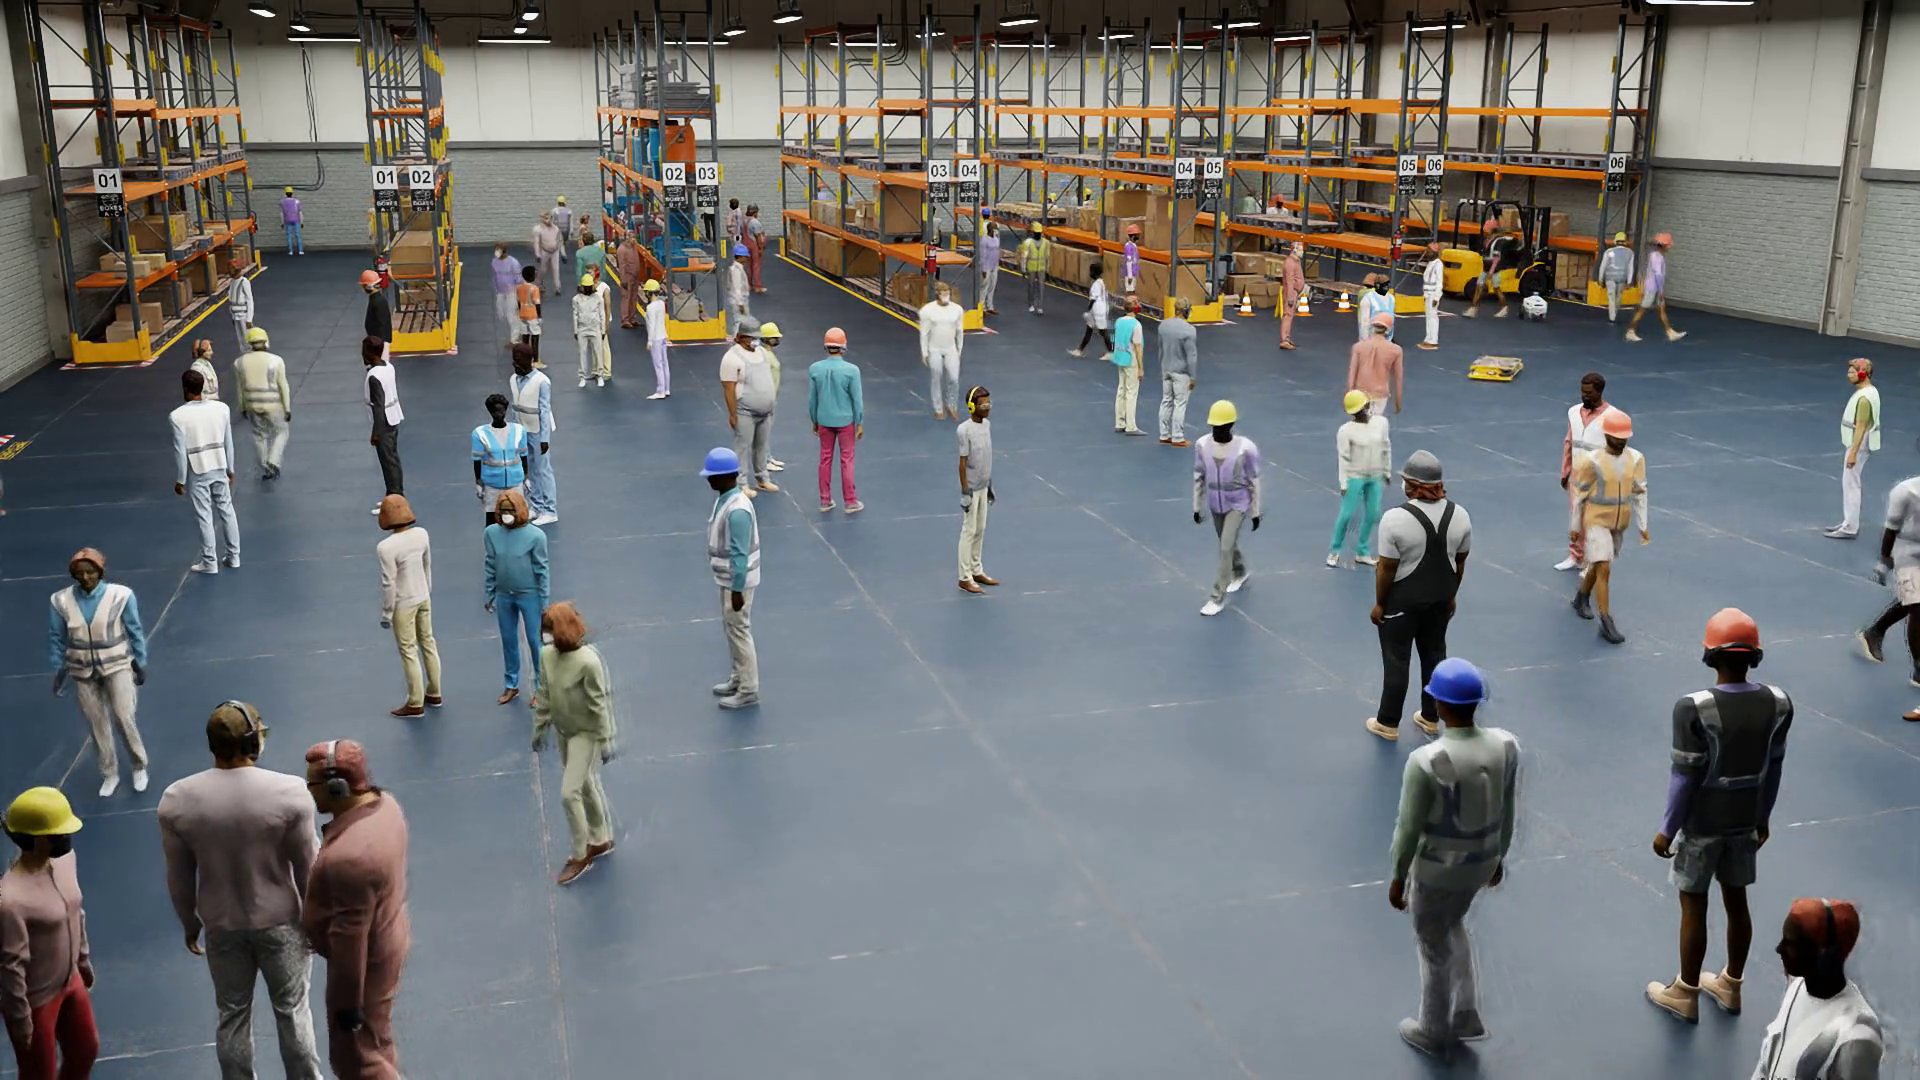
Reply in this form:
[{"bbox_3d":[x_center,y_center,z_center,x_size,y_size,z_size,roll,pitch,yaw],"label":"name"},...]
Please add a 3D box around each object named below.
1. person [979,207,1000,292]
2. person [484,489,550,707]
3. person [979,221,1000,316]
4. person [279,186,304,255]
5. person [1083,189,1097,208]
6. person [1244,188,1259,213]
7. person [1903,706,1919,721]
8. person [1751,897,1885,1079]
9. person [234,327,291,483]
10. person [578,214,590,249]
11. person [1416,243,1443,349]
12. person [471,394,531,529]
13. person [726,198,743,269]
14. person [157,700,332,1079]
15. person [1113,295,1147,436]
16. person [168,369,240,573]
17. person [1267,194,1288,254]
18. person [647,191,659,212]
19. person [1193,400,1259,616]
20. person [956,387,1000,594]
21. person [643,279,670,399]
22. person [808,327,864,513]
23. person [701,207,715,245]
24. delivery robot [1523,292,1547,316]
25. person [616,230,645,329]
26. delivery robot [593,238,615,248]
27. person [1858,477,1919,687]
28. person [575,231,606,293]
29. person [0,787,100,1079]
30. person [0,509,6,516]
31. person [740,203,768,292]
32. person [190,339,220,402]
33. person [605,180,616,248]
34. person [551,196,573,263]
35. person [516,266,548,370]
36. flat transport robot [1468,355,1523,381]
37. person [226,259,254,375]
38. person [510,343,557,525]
[{"bbox_3d":[0.622,-6.661,38.183,0.615,1.943,0.409,-4,15,-15],"label":"person"},{"bbox_3d":[-3.225,0.421,12.153,0.502,1.629,0.278,4,15,14],"label":"person"},{"bbox_3d":[0.608,-5.550,34.041,0.383,1.931,0.630,9,18,32],"label":"person"},{"bbox_3d":[-19.014,-9.081,47.332,0.594,1.922,0.386,-5,16,-19],"label":"person"},{"bbox_3d":[3.544,-8.799,46.322,0.459,1.907,0.652,13,20,40],"label":"person"},{"bbox_3d":[9.178,-10.229,52.243,0.344,1.622,0.499,-14,21,-43],"label":"person"},{"bbox_3d":[7.037,0.421,11.612,0.407,1.908,0.641,-7,17,-26],"label":"person"},{"bbox_3d":[2.727,2.050,5.595,0.941,1.840,0.604,3,15,13],"label":"person"},{"bbox_3d":[-8.041,-1.557,19.250,0.616,1.799,0.426,0,15,-1],"label":"person"},{"bbox_3d":[-9.070,-7.048,40.234,0.314,1.636,0.515,-4,15,-13],"label":"person"},{"bbox_3d":[8.381,-4.334,29.543,0.337,1.883,0.584,0,15,0],"label":"person"},{"bbox_3d":[-4.295,-0.538,15.619,0.540,1.695,0.317,-8,17,-27],"label":"person"},{"bbox_3d":[-5.855,-7.957,43.259,0.429,1.847,0.627,-7,17,-26],"label":"person"},{"bbox_3d":[-3.007,1.615,7.066,0.628,1.934,0.374,-2,15,-6],"label":"person"},{"bbox_3d":[2.229,-2.298,21.948,0.378,1.848,0.569,-7,17,-26],"label":"person"},{"bbox_3d":[-7.061,-0.639,15.575,0.391,1.920,0.587,10,18,33],"label":"person"},{"bbox_3d":[8.354,-8.138,43.774,0.572,1.925,0.556,-2,15,-8],"label":"person"},{"bbox_3d":[-8.736,-8.886,46.758,0.636,1.842,0.429,10,18,34],"label":"person"},{"bbox_3d":[2.367,-0.346,14.602,0.600,1.867,1.040,11,19,36],"label":"person"},{"bbox_3d":[0.163,-0.462,15.004,0.326,1.871,0.520,8,17,27],"label":"person"},{"bbox_3d":[-4.510,-2.971,24.643,0.317,1.769,0.522,3,15,11],"label":"person"},{"bbox_3d":[-1.315,-1.279,17.830,0.622,1.997,0.372,5,16,18],"label":"person"},{"bbox_3d":[-7.605,-9.935,50.429,0.396,1.997,0.624,13,20,41],"label":"person"},{"bbox_3d":[11.547,-4.726,33.390,0.477,0.478,0.707,2,15,7],"label":"delivery robot"},{"bbox_3d":[-6.380,-5.053,32.237,0.402,1.900,0.645,4,15,16],"label":"person"},{"bbox_3d":[-9.970,-8.192,46.430,0.477,0.478,0.707,8,17,27],"label":"delivery robot"},{"bbox_3d":[7.319,0.118,12.724,0.617,1.927,0.971,-3,15,-12],"label":"person"},{"bbox_3d":[-6.960,-4.857,31.421,0.628,1.933,0.367,-13,20,-40],"label":"person"},{"bbox_3d":[-3.647,1.809,6.704,0.414,1.742,0.531,0,15,-1],"label":"person"},{"bbox_3d":[-10.402,-1.147,17.449,0.373,1.940,0.627,0,15,0],"label":"person"},{"bbox_3d":[-4.717,-6.741,38.304,0.537,2.000,0.680,-12,19,-39],"label":"person"},{"bbox_3d":[-8.834,-1.536,19.498,0.314,1.634,0.514,-3,15,-9],"label":"person"},{"bbox_3d":[-10.392,-9.660,49.382,0.391,1.991,0.613,4,15,14],"label":"person"},{"bbox_3d":[-10.770,-8.401,45.039,0.591,1.795,0.859,-7,17,-26],"label":"person"},{"bbox_3d":[-7.057,-3.650,27.330,0.537,1.695,0.321,11,19,37],"label":"person"},{"bbox_3d":[8.633,-2.775,26.772,0.652,0.197,1.431,7,16,25],"label":"flat transport robot"},{"bbox_3d":[-11.485,-3.550,26.597,0.586,1.882,0.340,14,20,42],"label":"person"},{"bbox_3d":[-4.458,-1.116,17.401,0.584,1.911,0.391,12,19,37],"label":"person"}]
